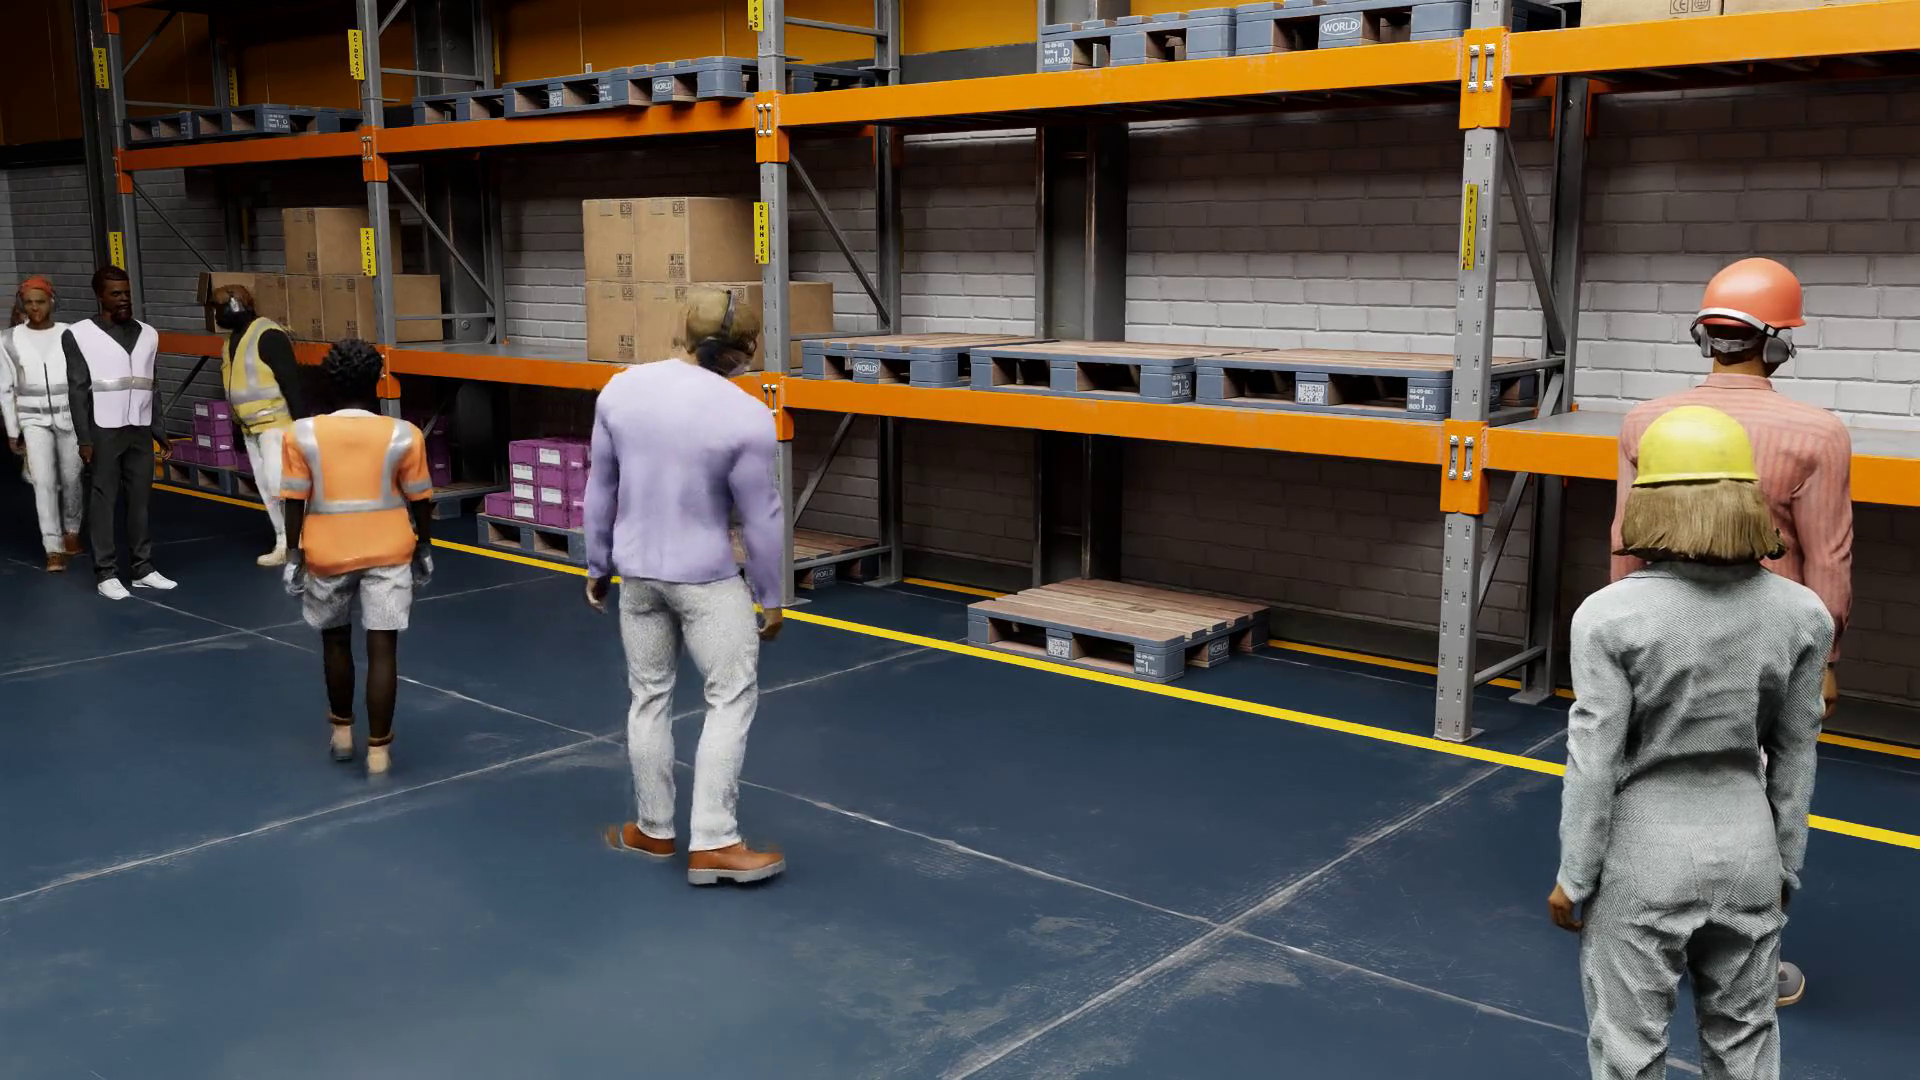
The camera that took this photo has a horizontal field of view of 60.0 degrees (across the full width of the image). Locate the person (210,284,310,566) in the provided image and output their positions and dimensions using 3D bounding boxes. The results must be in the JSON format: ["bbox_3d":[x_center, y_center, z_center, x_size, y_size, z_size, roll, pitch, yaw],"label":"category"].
[{"bbox_3d":[-4.375,-0.721,10.590,0.668,1.802,0.592,9,13,41],"label":"person"}]

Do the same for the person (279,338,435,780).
[{"bbox_3d":[-2.324,0.056,6.472,0.561,1.672,0.665,-3,10,-16],"label":"person"}]

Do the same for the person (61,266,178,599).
[{"bbox_3d":[-4.907,-0.631,9.719,0.391,1.920,0.587,5,11,26],"label":"person"}]

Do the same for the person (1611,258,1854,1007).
[{"bbox_3d":[2.036,0.260,4.430,0.376,1.995,0.609,-10,14,-44],"label":"person"}]

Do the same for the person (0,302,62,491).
[{"bbox_3d":[-7.842,-1.230,14.057,0.839,1.593,0.511,7,12,36],"label":"person"}]

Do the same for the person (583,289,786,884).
[{"bbox_3d":[-0.893,0.155,5.338,0.712,1.895,0.375,3,10,18],"label":"person"}]

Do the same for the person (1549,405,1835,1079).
[{"bbox_3d":[1.349,0.616,3.143,0.484,1.737,0.305,-1,10,-4],"label":"person"}]

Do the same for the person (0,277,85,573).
[{"bbox_3d":[-5.829,-0.765,10.713,0.616,1.845,0.964,-5,11,-27],"label":"person"}]
